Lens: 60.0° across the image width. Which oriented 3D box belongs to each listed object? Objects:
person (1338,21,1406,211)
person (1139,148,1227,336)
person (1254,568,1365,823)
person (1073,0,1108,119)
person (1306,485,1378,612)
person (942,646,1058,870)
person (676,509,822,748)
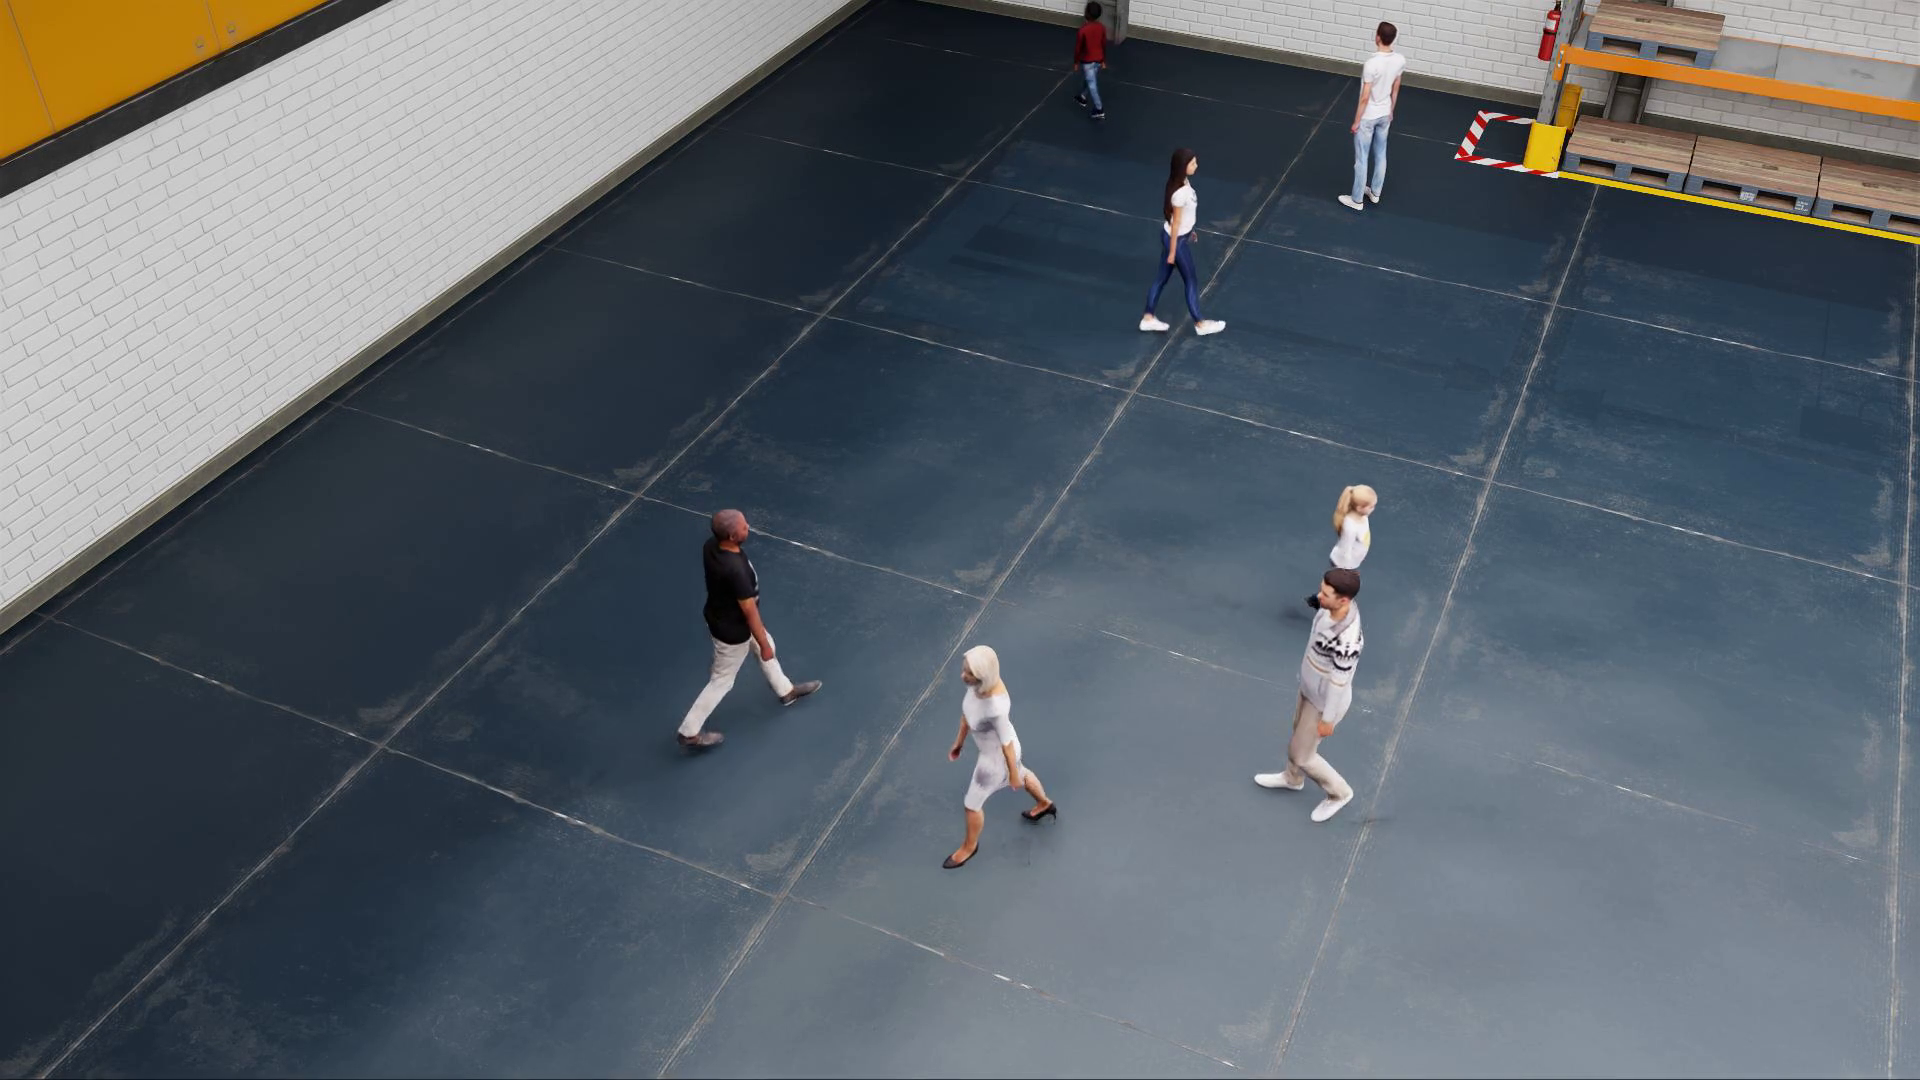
[{"bbox_3d":[4.050,-4.147,16.265,0.737,1.850,0.743,-21,43,-24],"label":"person"},{"bbox_3d":[1.774,-2.550,14.344,1.065,1.753,0.865,0,39,-1],"label":"person"},{"bbox_3d":[2.230,0.908,9.942,0.922,1.843,0.836,5,39,6],"label":"person"},{"bbox_3d":[1.460,-5.199,18.077,0.798,1.233,0.948,-22,44,-26],"label":"person"},{"bbox_3d":[2.585,0.126,11.378,0.604,1.273,0.499,17,42,20],"label":"person"},{"bbox_3d":[0.274,1.211,9.685,1.069,1.690,0.967,-7,39,-8],"label":"person"},{"bbox_3d":[-1.497,0.602,10.402,1.257,1.745,1.270,-16,41,-20],"label":"person"}]
